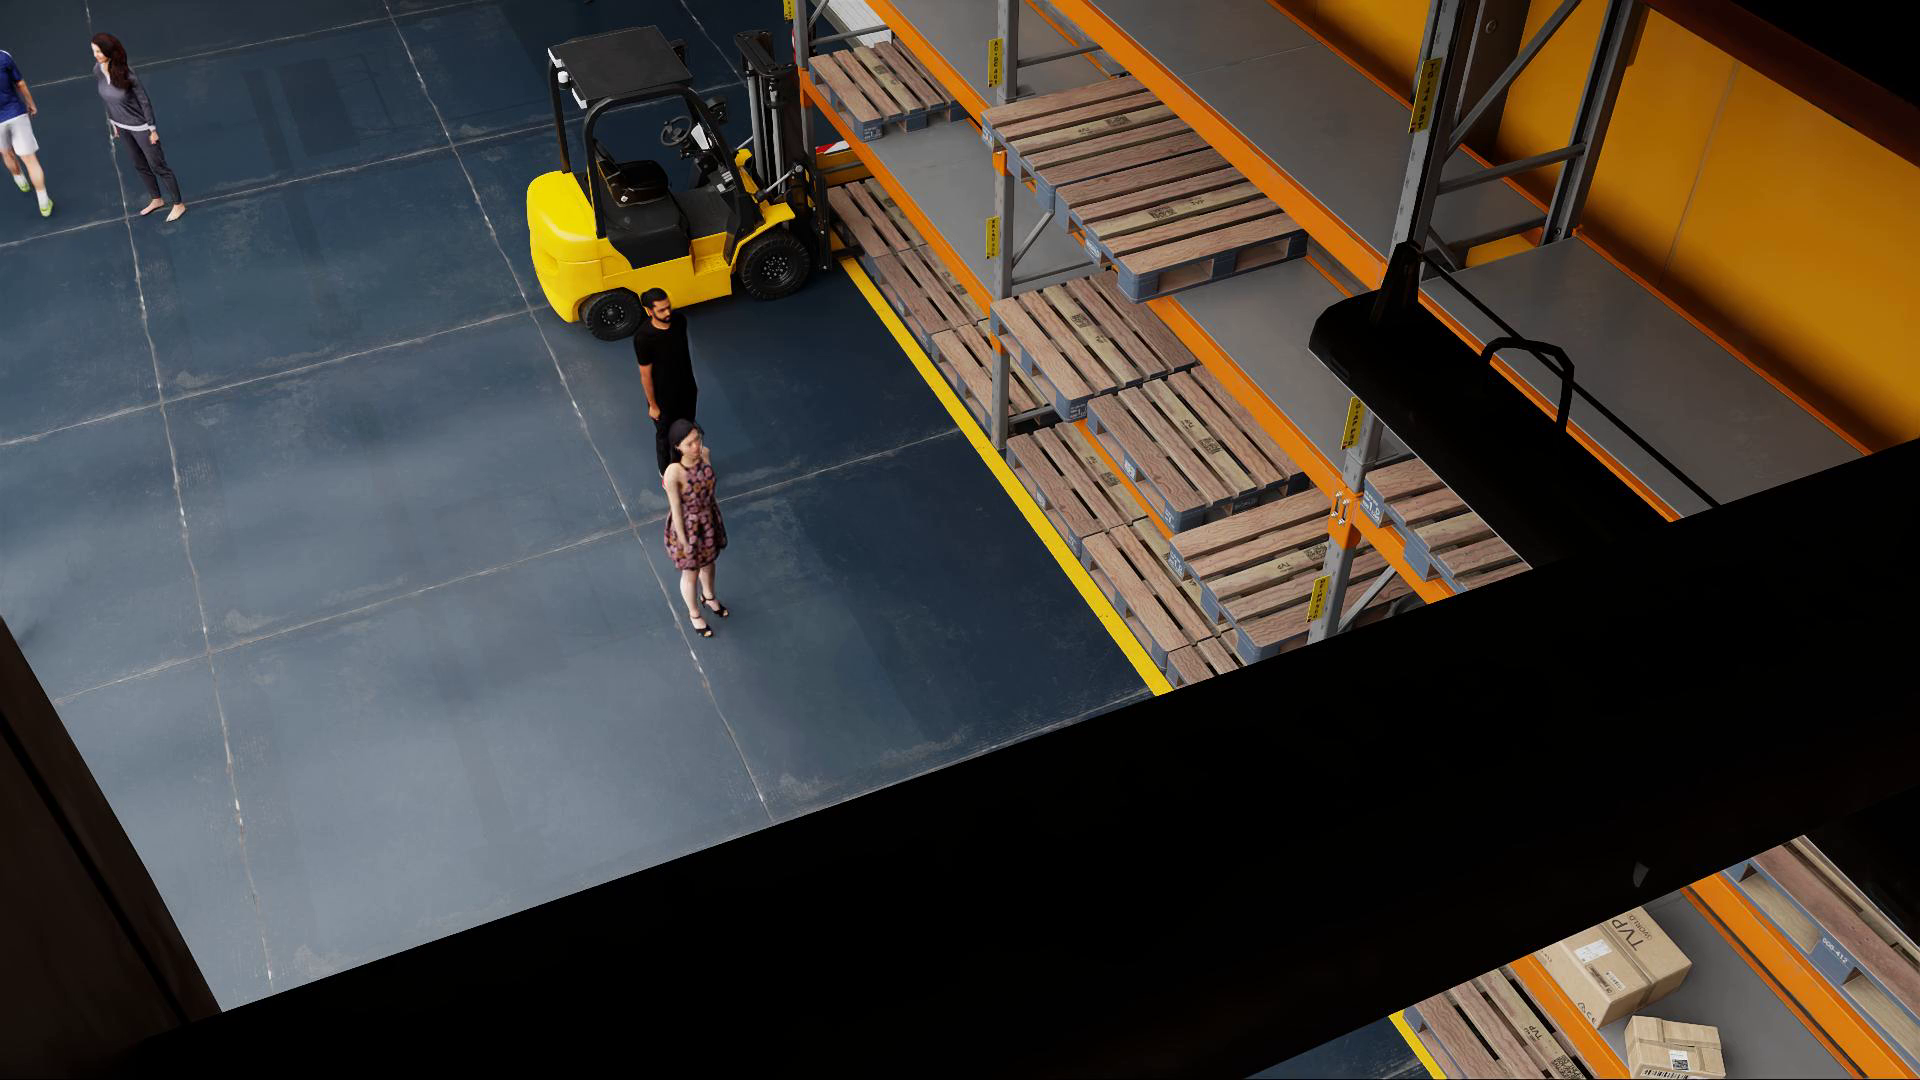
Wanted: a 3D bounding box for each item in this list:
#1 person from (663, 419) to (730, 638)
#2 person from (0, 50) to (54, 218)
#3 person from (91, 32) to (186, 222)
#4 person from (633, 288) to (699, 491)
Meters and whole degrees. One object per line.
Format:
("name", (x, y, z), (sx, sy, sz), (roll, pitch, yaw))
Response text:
("person", (-1.739, -0.085, 10.990), (0.844, 1.773, 0.800), (23, 48, 22))
("person", (-8.471, -3.709, 14.773), (0.707, 1.803, 1.036), (-21, 48, -21))
("person", (-7.322, -3.685, 14.772), (0.680, 1.769, 0.732), (13, 45, 13))
("person", (-2.101, -1.086, 12.052), (0.737, 1.759, 0.722), (26, 49, 25))
